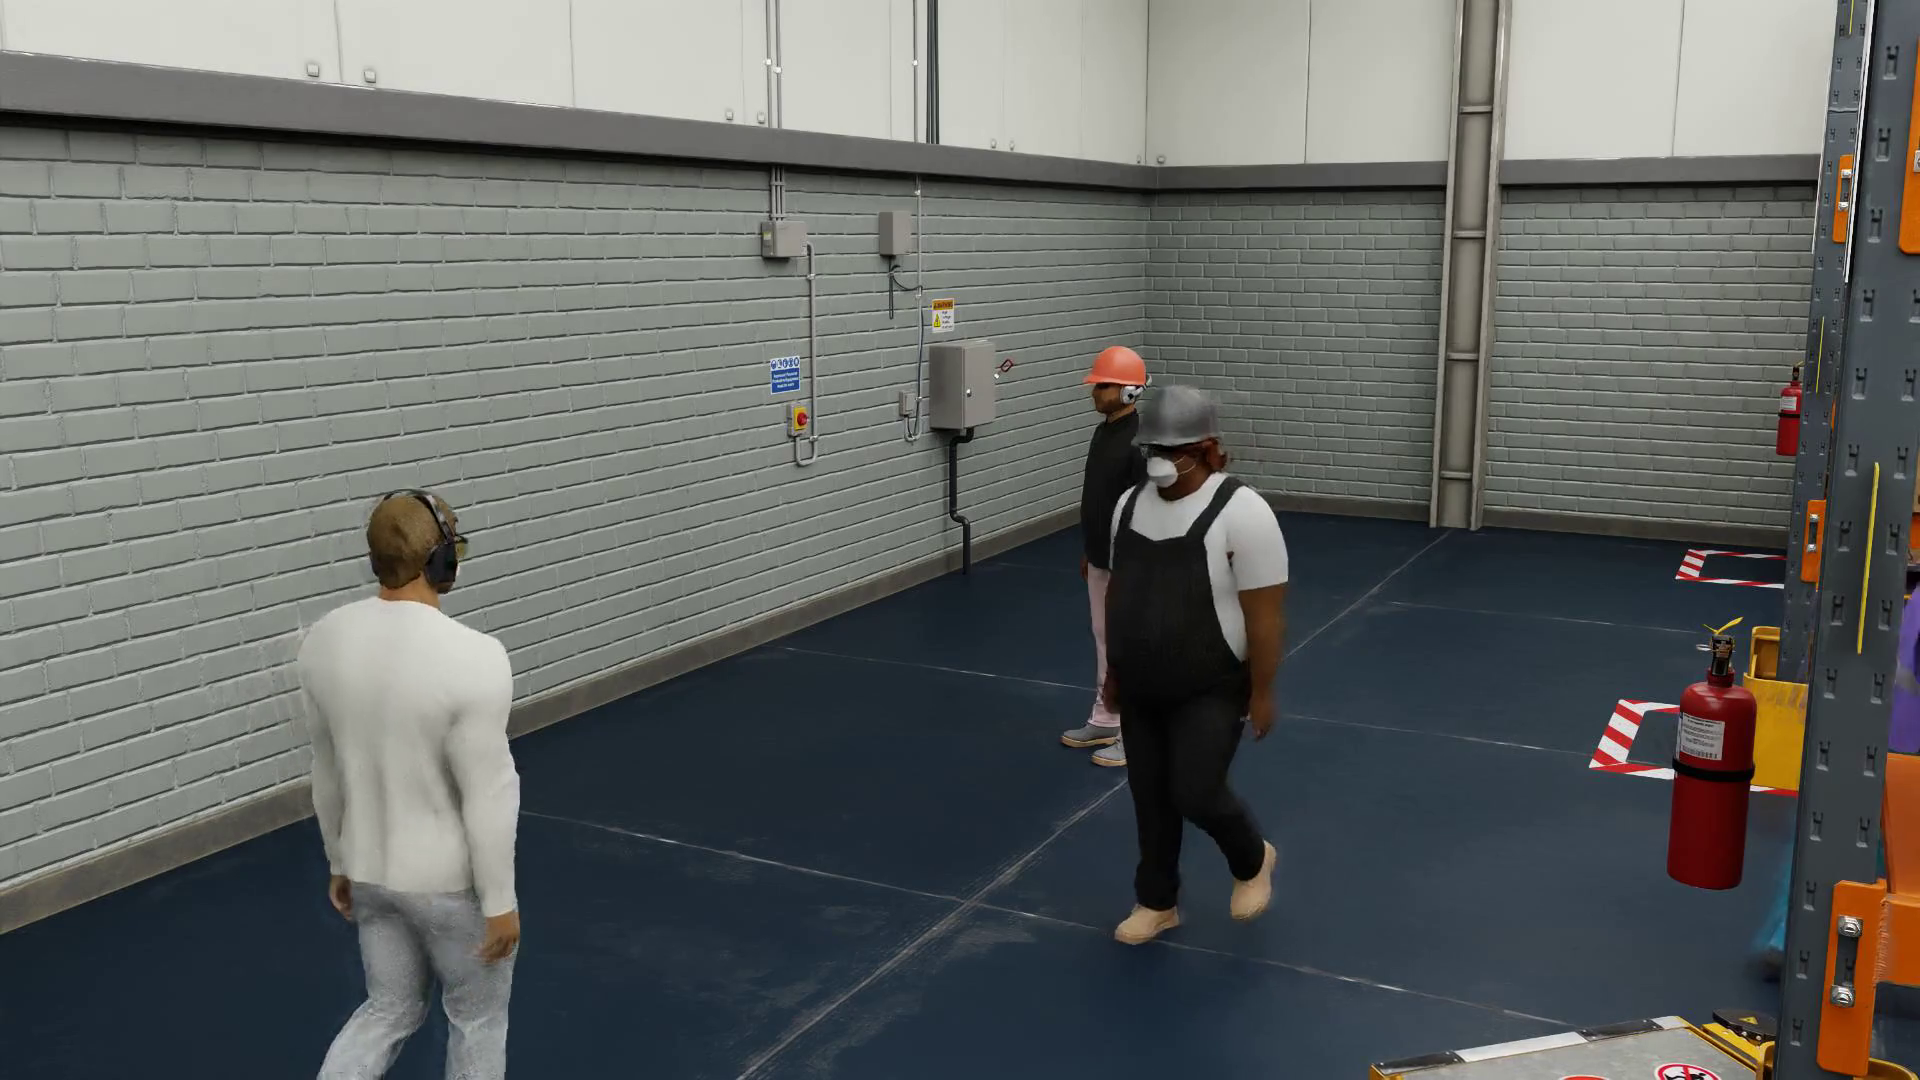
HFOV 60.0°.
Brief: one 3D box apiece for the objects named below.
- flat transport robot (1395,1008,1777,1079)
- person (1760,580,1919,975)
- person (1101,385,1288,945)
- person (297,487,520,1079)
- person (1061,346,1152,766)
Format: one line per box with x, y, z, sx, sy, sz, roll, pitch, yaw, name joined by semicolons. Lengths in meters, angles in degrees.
1.780;1.574;4.493;1.431;0.197;0.652;-3;11;-17;flat transport robot
3.102;0.667;5.304;0.912;1.795;0.602;3;11;17;person
0.789;0.443;5.829;0.616;2.000;0.721;-10;14;-43;person
-1.370;0.832;4.045;0.630;1.921;0.760;5;11;25;person
0.745;0.073;7.966;0.375;1.997;0.612;-4;11;-21;person
